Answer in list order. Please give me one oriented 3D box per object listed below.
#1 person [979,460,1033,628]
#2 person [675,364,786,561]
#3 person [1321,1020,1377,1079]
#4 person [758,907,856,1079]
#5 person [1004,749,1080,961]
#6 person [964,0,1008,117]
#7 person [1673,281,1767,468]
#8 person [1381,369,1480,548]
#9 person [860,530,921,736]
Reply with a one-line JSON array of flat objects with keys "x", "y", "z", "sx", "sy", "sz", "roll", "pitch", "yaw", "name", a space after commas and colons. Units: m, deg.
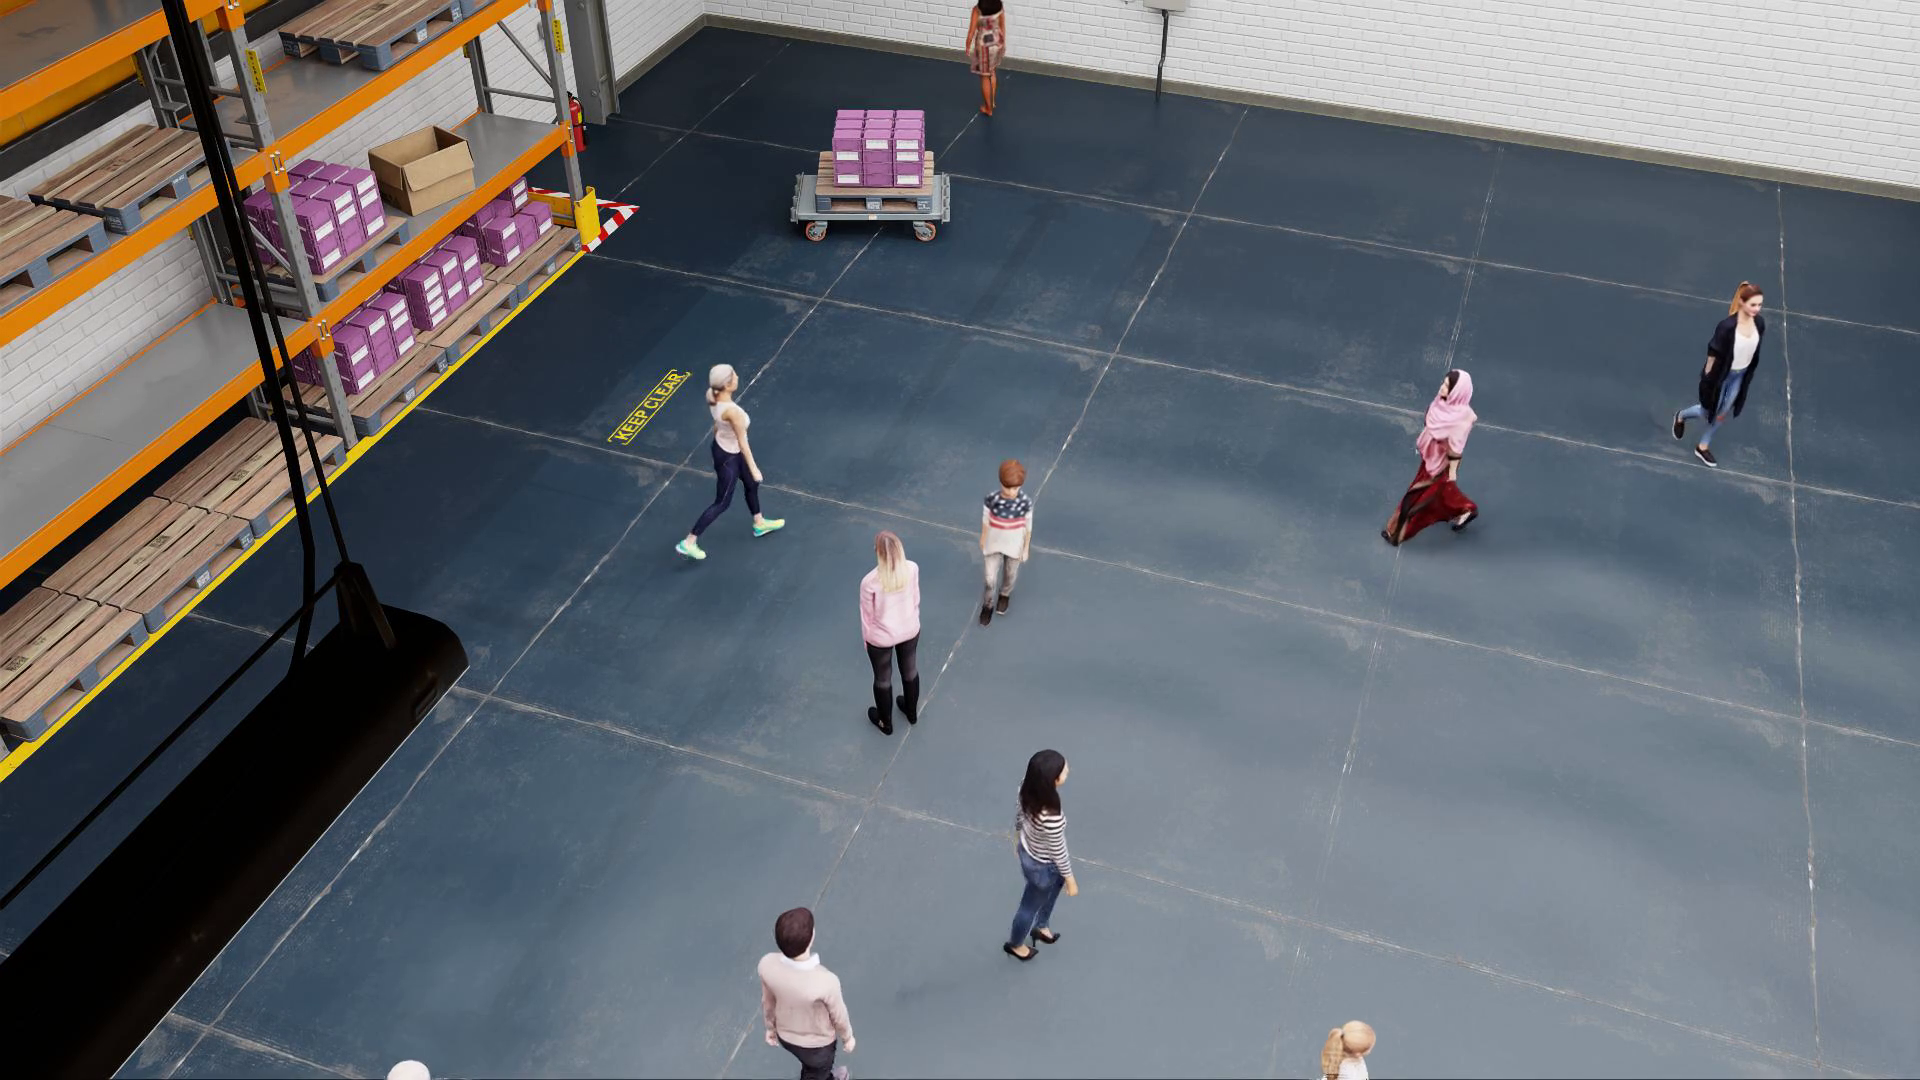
[{"x": 0.344, "y": -0.050, "z": 12.387, "sx": 0.628, "sy": 1.425, "sz": 0.711, "roll": 4, "pitch": 39, "yaw": 6, "name": "person"}, {"x": -1.857, "y": -0.564, "z": 12.838, "sx": 1.190, "sy": 1.665, "sz": 1.120, "roll": -17, "pitch": 42, "yaw": -20, "name": "person"}, {"x": 1.930, "y": 2.952, "z": 8.755, "sx": 0.723, "sy": 1.266, "sz": 0.694, "roll": -8, "pitch": 39, "yaw": -10, "name": "person"}, {"x": -0.834, "y": 2.654, "z": 8.714, "sx": 0.751, "sy": 1.783, "sz": 1.169, "roll": 19, "pitch": 42, "yaw": 22, "name": "person"}, {"x": 0.374, "y": 1.907, "z": 9.657, "sx": 0.815, "sy": 1.773, "sz": 0.753, "roll": -13, "pitch": 40, "yaw": -16, "name": "person"}, {"x": 0.360, "y": -5.694, "z": 19.284, "sx": 0.803, "sy": 1.636, "sz": 0.872, "roll": -20, "pitch": 43, "yaw": -23, "name": "person"}, {"x": 6.352, "y": -1.423, "z": 13.907, "sx": 0.833, "sy": 1.673, "sz": 0.912, "roll": -10, "pitch": 40, "yaw": -12, "name": "person"}, {"x": 3.811, "y": -0.653, "z": 12.991, "sx": 0.975, "sy": 1.612, "sz": 1.063, "roll": -2, "pitch": 39, "yaw": -3, "name": "person"}, {"x": -0.454, "y": 0.626, "z": 11.330, "sx": 0.673, "sy": 1.687, "sz": 0.736, "roll": -17, "pitch": 42, "yaw": -20, "name": "person"}]
